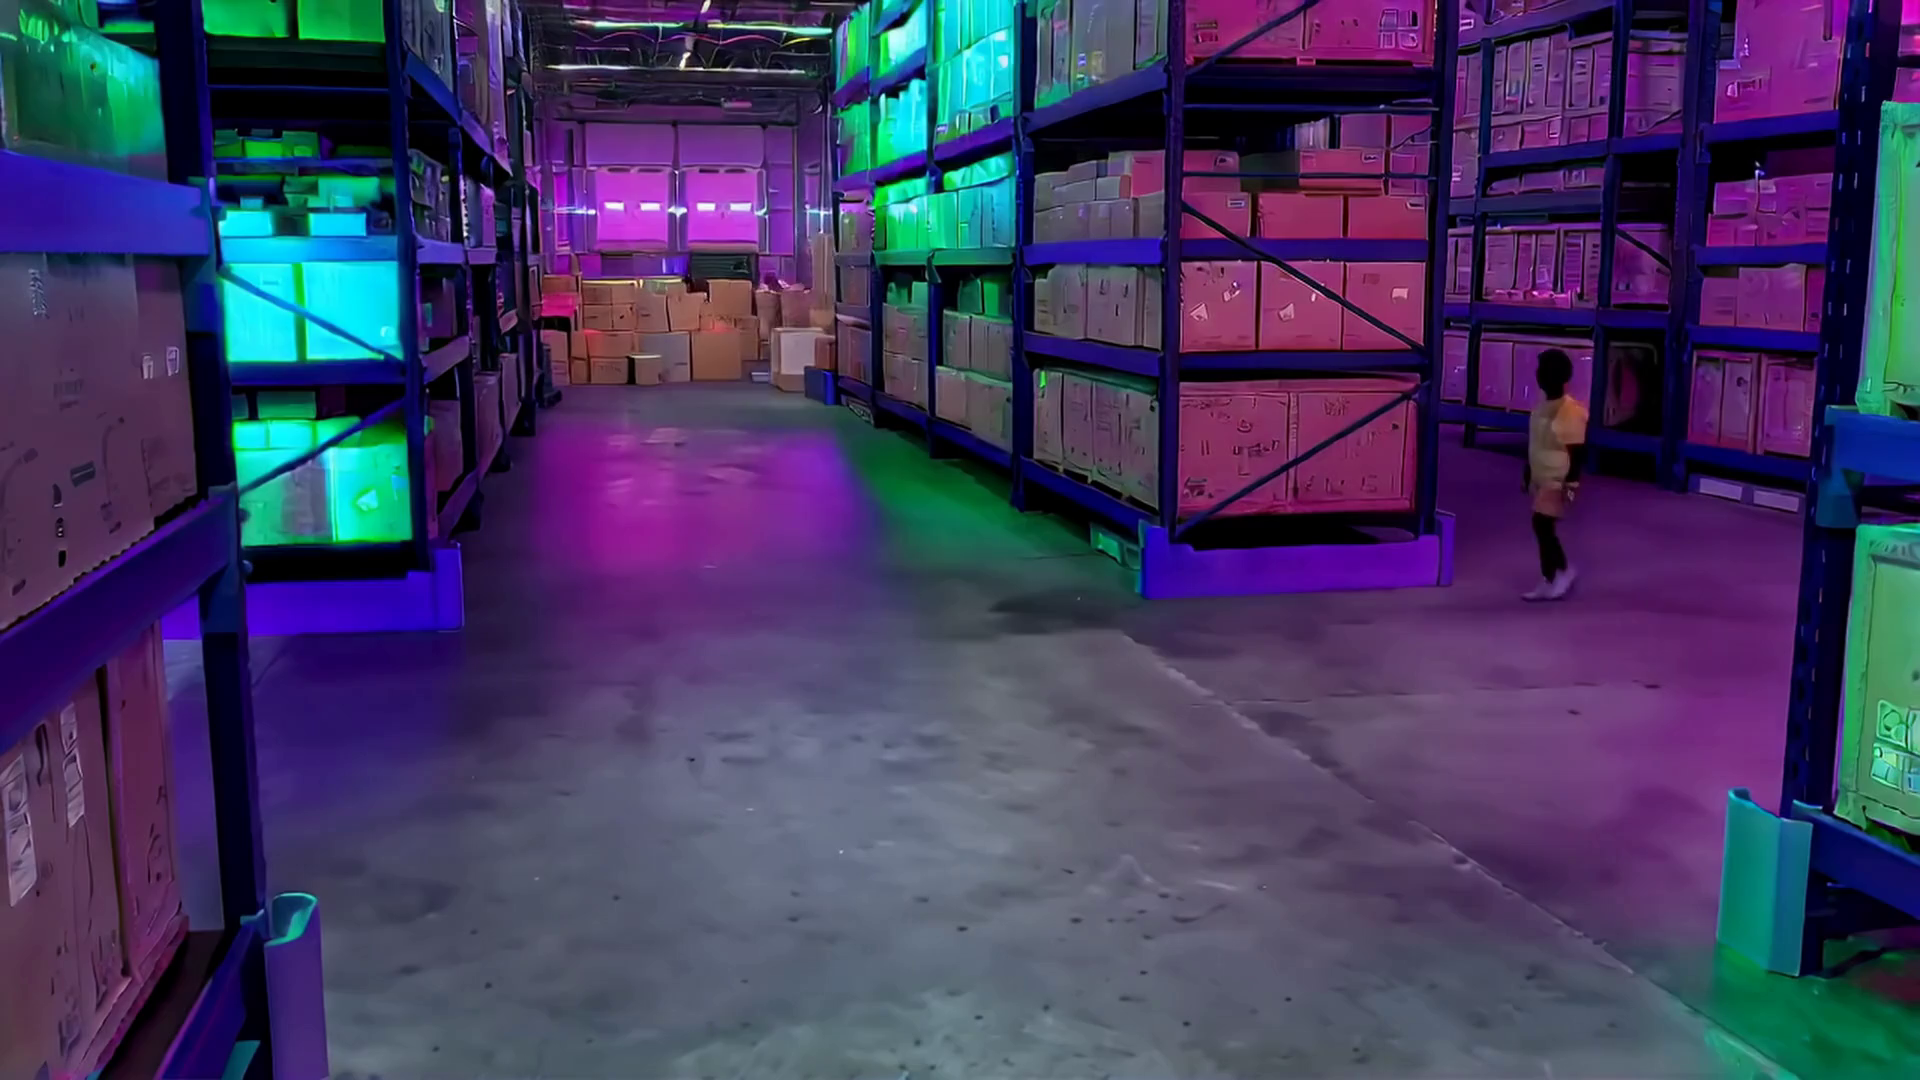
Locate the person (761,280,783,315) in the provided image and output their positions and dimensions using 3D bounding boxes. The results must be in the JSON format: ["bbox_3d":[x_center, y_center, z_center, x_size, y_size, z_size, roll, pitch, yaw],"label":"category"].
[{"bbox_3d":[-4.945,-5.850,43.470,0.793,1.890,0.647,-9,13,-44],"label":"person"}]

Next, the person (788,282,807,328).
[{"bbox_3d":[-3.055,-3.849,31.101,0.948,1.961,0.626,-4,10,-22],"label":"person"}]

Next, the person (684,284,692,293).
[{"bbox_3d":[-6.107,-4.812,37.310,0.429,1.845,0.627,-6,11,-34],"label":"person"}]

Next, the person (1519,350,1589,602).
[{"bbox_3d":[3.869,-0.407,10.933,0.375,1.680,0.555,-2,10,-13],"label":"person"}]

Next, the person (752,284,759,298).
[{"bbox_3d":[-7.201,-8.166,58.341,0.536,1.663,0.852,7,12,37],"label":"person"}]

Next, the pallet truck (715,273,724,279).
[{"bbox_3d":[-8.580,-8.986,62.280,1.885,1.965,0.823,1,9,5],"label":"pallet truck"}]

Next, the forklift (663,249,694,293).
[{"bbox_3d":[-9.277,-8.224,54.954,1.129,2.768,1.873,-7,12,-38],"label":"forklift"}]

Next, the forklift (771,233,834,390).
[{"bbox_3d":[-2.451,-4.166,30.214,1.873,2.768,1.129,-3,10,-18],"label":"forklift"}]

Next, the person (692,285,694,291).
[{"bbox_3d":[-10.052,-8.803,61.422,0.620,1.921,0.407,5,11,27],"label":"person"}]
